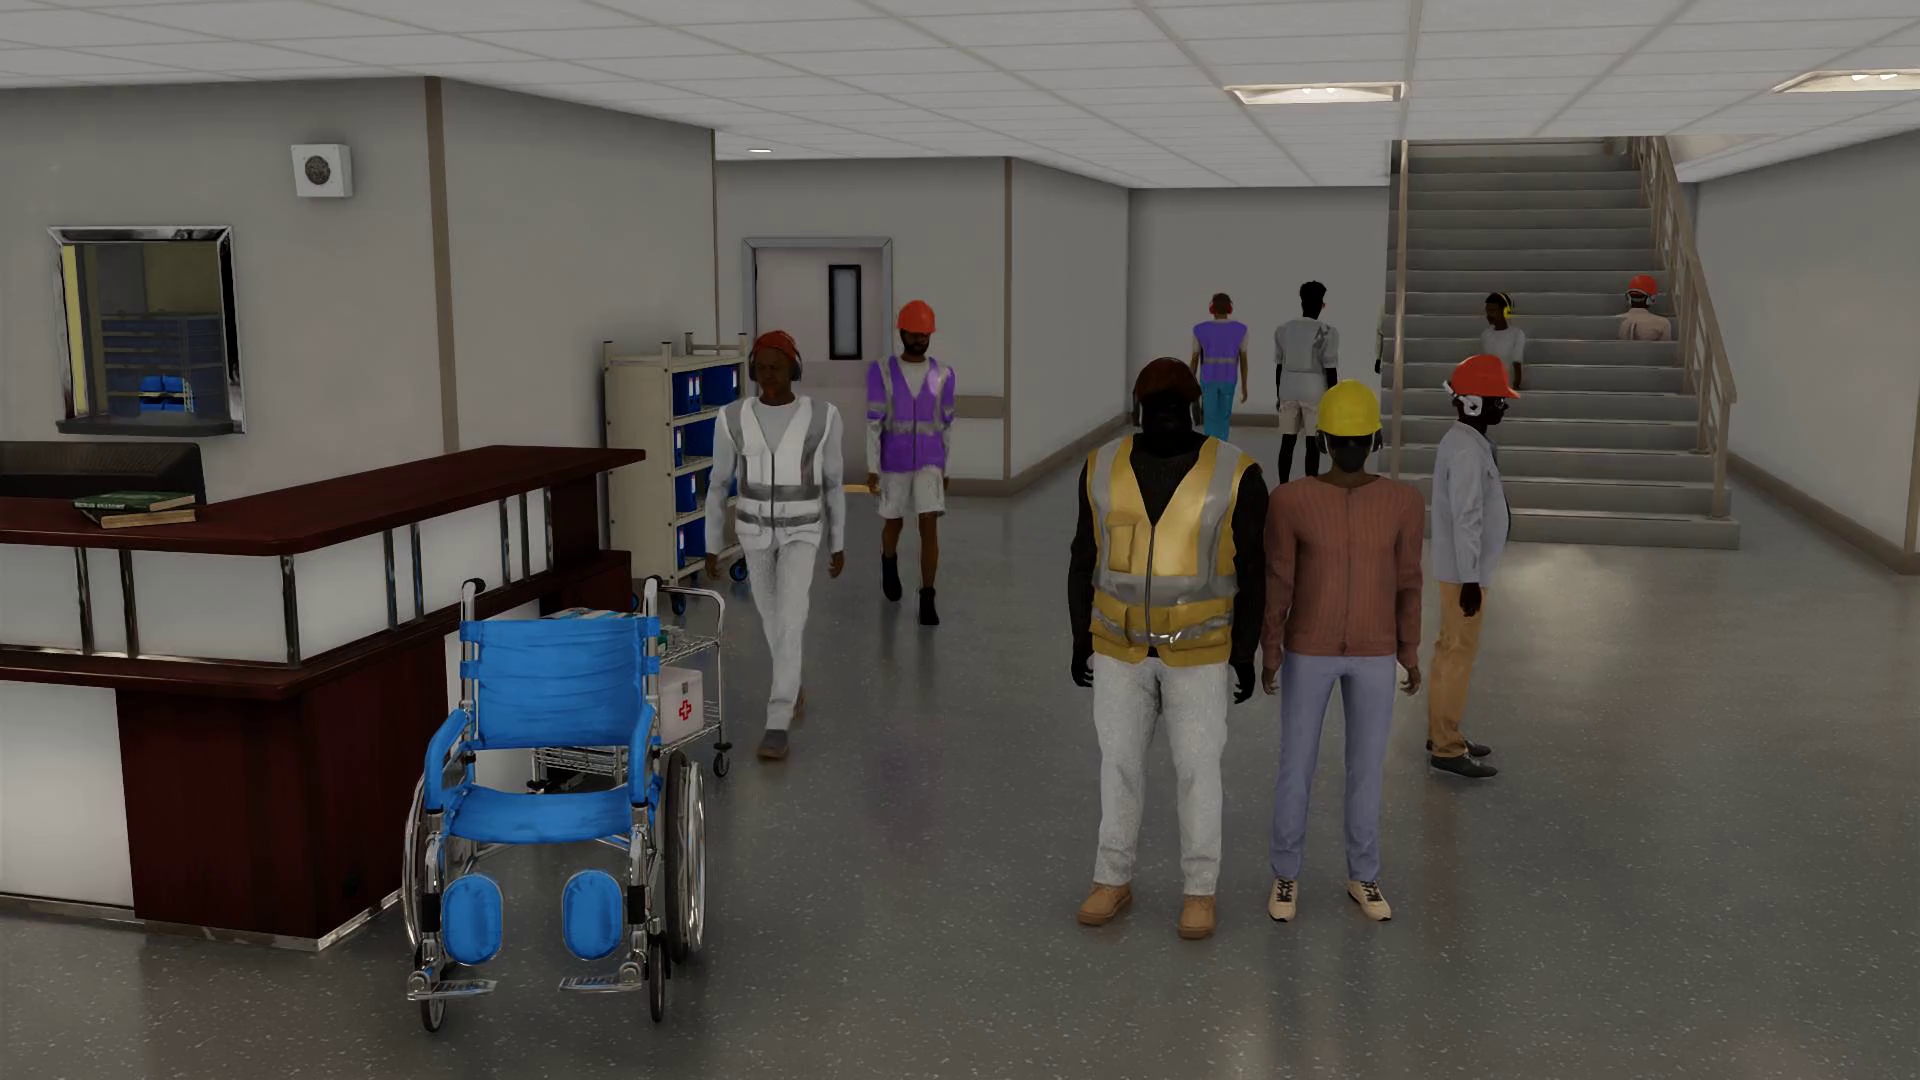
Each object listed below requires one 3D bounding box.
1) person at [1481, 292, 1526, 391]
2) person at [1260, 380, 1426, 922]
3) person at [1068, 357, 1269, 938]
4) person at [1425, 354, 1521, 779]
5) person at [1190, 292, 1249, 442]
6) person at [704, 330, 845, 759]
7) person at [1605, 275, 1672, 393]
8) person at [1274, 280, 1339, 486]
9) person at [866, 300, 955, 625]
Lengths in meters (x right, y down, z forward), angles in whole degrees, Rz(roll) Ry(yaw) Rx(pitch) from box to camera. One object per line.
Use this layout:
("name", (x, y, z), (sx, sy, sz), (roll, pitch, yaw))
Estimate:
("person", (4.680, -1.220, 14.462), (0.422, 1.849, 0.542), (-6, 11, -33))
("person", (1.230, 0.367, 5.366), (0.534, 1.767, 0.314), (0, 10, 0))
("person", (0.640, 0.342, 5.288), (0.636, 1.841, 0.429), (4, 10, 20))
("person", (2.132, 0.102, 6.953), (0.330, 1.750, 0.572), (2, 10, 13))
("person", (2.625, -1.601, 16.865), (0.576, 1.800, 0.946), (0, 10, 1))
("person", (-0.819, -0.012, 7.417), (0.593, 1.833, 1.007), (1, 10, 7))
("person", (6.059, -1.371, 14.919), (0.622, 1.994, 0.381), (7, 12, 37))
("person", (2.968, -1.241, 14.278), (0.598, 1.958, 0.375), (7, 12, 37))
("person", (-0.303, -0.491, 10.011), (0.549, 1.910, 0.858), (-2, 10, -10))
